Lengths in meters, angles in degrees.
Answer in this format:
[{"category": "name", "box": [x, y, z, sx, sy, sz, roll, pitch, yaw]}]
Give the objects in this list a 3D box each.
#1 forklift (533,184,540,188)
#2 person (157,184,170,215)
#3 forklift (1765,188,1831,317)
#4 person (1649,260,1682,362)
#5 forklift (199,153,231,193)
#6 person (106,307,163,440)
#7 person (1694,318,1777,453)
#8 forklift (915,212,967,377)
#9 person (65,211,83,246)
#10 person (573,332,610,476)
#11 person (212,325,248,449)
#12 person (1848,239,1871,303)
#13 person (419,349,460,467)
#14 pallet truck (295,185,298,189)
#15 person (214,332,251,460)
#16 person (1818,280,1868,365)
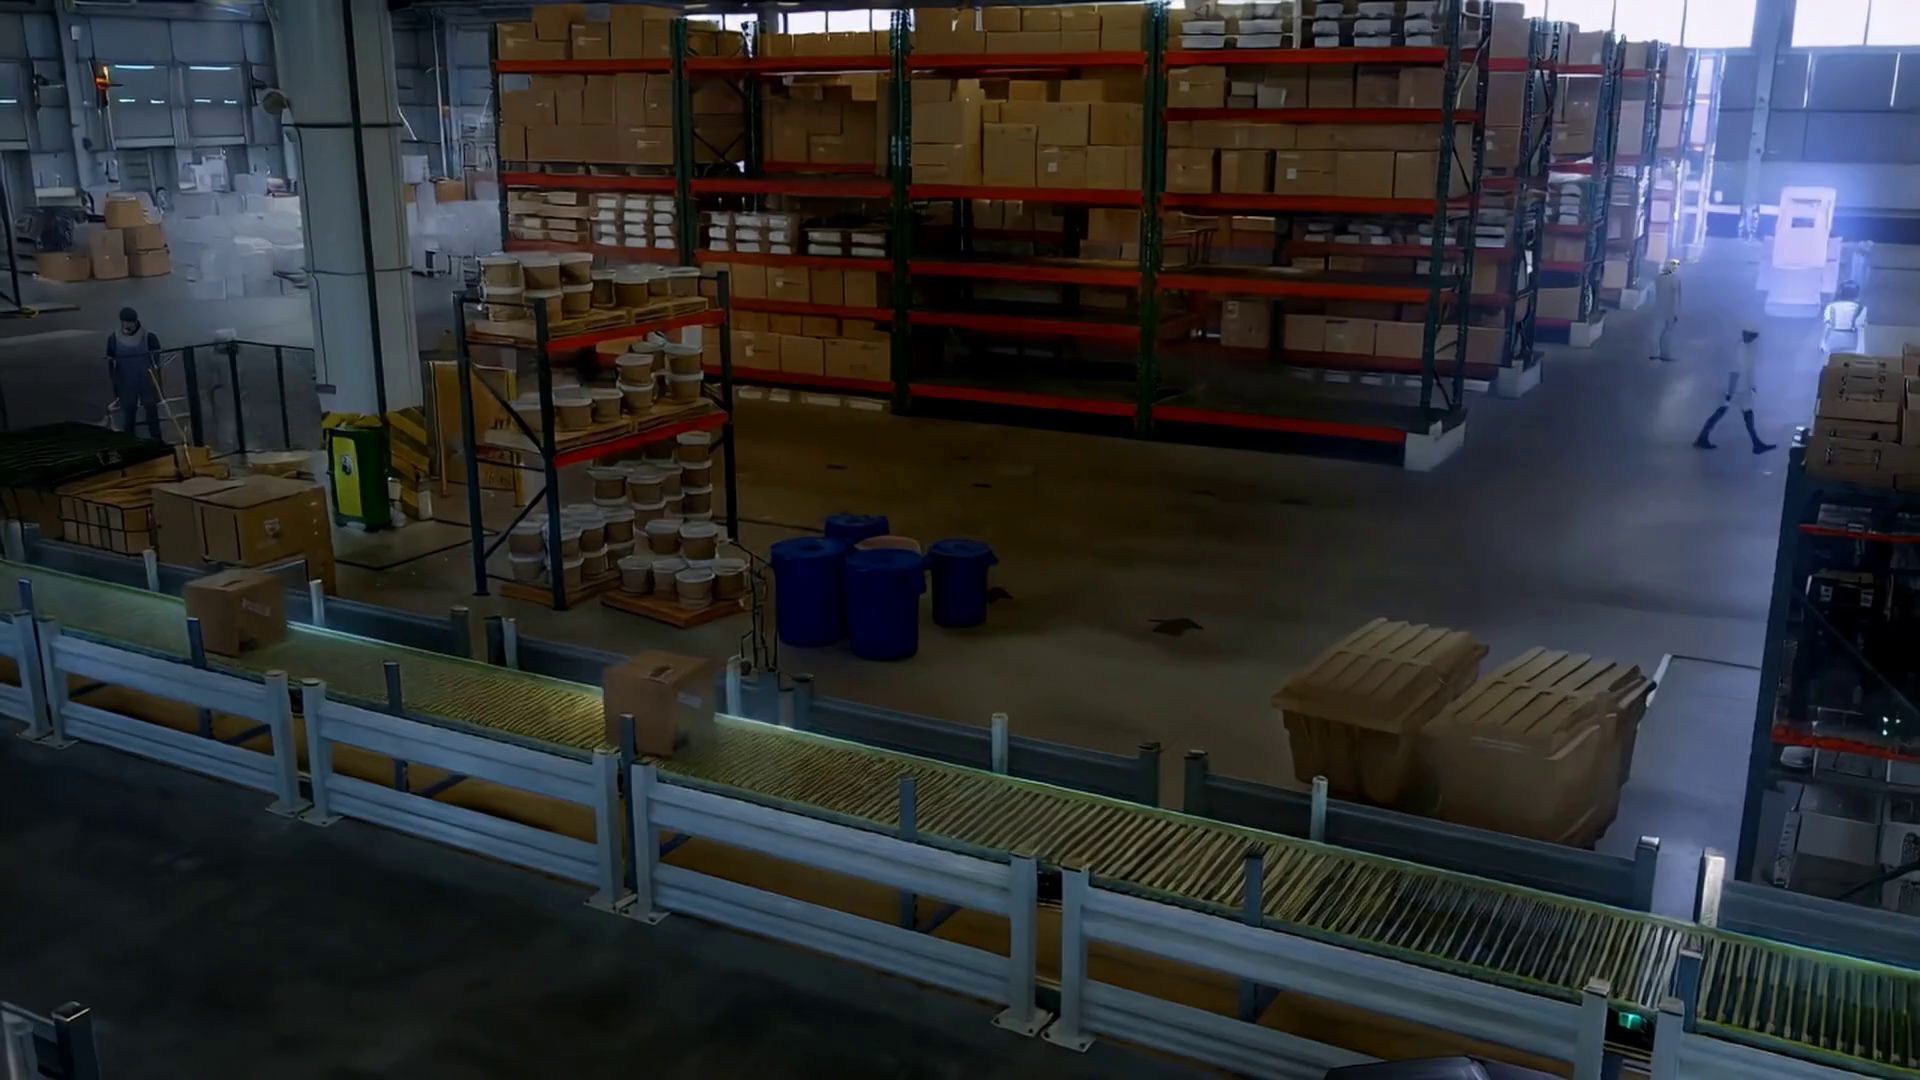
[{"category": "forklift", "box": [-16.107, -13.583, 64.162, 1.873, 2.768, 1.129, 6, 16, 22]}, {"category": "person", "box": [-27.475, -11.319, 57.445, 0.340, 1.942, 0.552, -10, 18, -33]}, {"category": "forklift", "box": [19.125, -6.584, 37.852, 1.129, 2.768, 1.873, 8, 17, 27]}, {"category": "person", "box": [13.230, -4.284, 31.091, 0.400, 1.901, 0.643, -5, 16, -18]}, {"category": "forklift", "box": [-27.440, -12.865, 61.464, 1.873, 2.768, 1.129, 8, 17, 28]}, {"category": "person", "box": [-11.364, -2.190, 22.940, 0.682, 2.000, 0.537, -6, 16, -20]}, {"category": "person", "box": [10.831, -2.150, 23.113, 1.046, 1.884, 0.549, 5, 16, 19]}, {"category": "forklift", "box": [-0.846, -4.415, 29.697, 1.873, 2.768, 1.129, 8, 17, 28]}, {"category": "person", "box": [-26.153, -8.932, 49.154, 0.885, 1.588, 0.500, 10, 18, 32]}, {"category": "person", "box": [-4.831, -1.848, 21.739, 0.376, 1.997, 0.612, 2, 15, 7]}, {"category": "person", "box": [-10.218, -2.124, 23.240, 0.552, 1.748, 0.359, 13, 20, 40]}, {"category": "person", "box": [19.236, -5.483, 35.609, 0.400, 1.898, 0.641, 10, 18, 34]}, {"category": "person", "box": [-7.058, -1.743, 22.123, 0.796, 1.604, 0.514, 5, 16, 20]}, {"category": "pallet truck", "box": [-26.804, -14.617, 69.738, 1.885, 1.965, 0.823, -14, 20, -42]}, {"category": "person", "box": [-9.934, -1.940, 22.571, 0.520, 1.750, 0.527, -3, 15, -11]}, {"category": "person", "box": [14.044, -3.125, 26.477, 0.631, 2.025, 0.451, 10, 18, 32]}]
